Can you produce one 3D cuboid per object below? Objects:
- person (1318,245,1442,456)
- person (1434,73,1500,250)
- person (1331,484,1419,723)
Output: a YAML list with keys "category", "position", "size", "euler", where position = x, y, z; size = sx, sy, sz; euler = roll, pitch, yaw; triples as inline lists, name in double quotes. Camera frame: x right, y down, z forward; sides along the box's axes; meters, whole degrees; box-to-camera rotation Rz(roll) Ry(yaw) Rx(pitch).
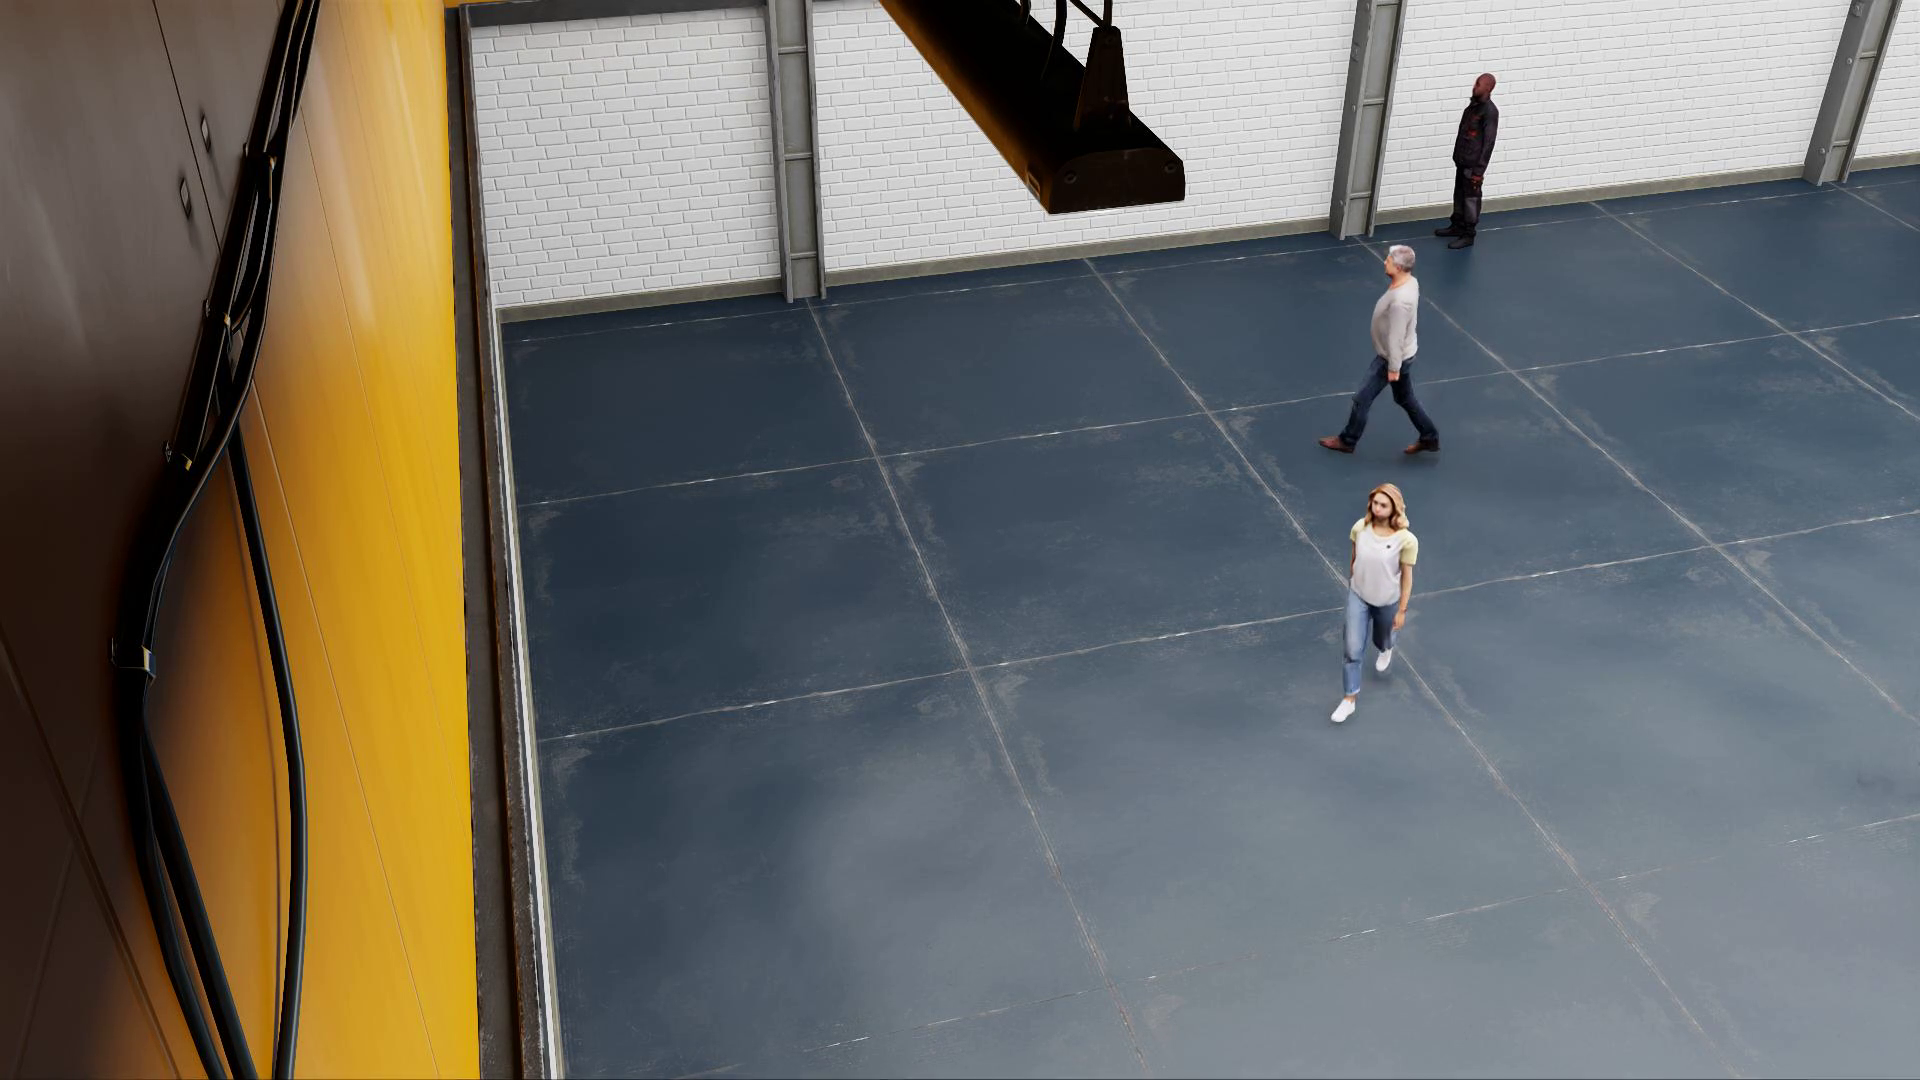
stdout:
- category: "person"
  position: [3.622, -1.472, 13.527]
  size: [1.350, 1.866, 1.212]
  euler: [13, 36, 18]
- category: "person"
  position: [5.353, -3.967, 17.319]
  size: [0.606, 1.825, 0.711]
  euler: [-6, 34, -9]
- category: "person"
  position: [2.769, 0.358, 10.925]
  size: [1.059, 1.699, 1.153]
  euler: [20, 39, 27]
